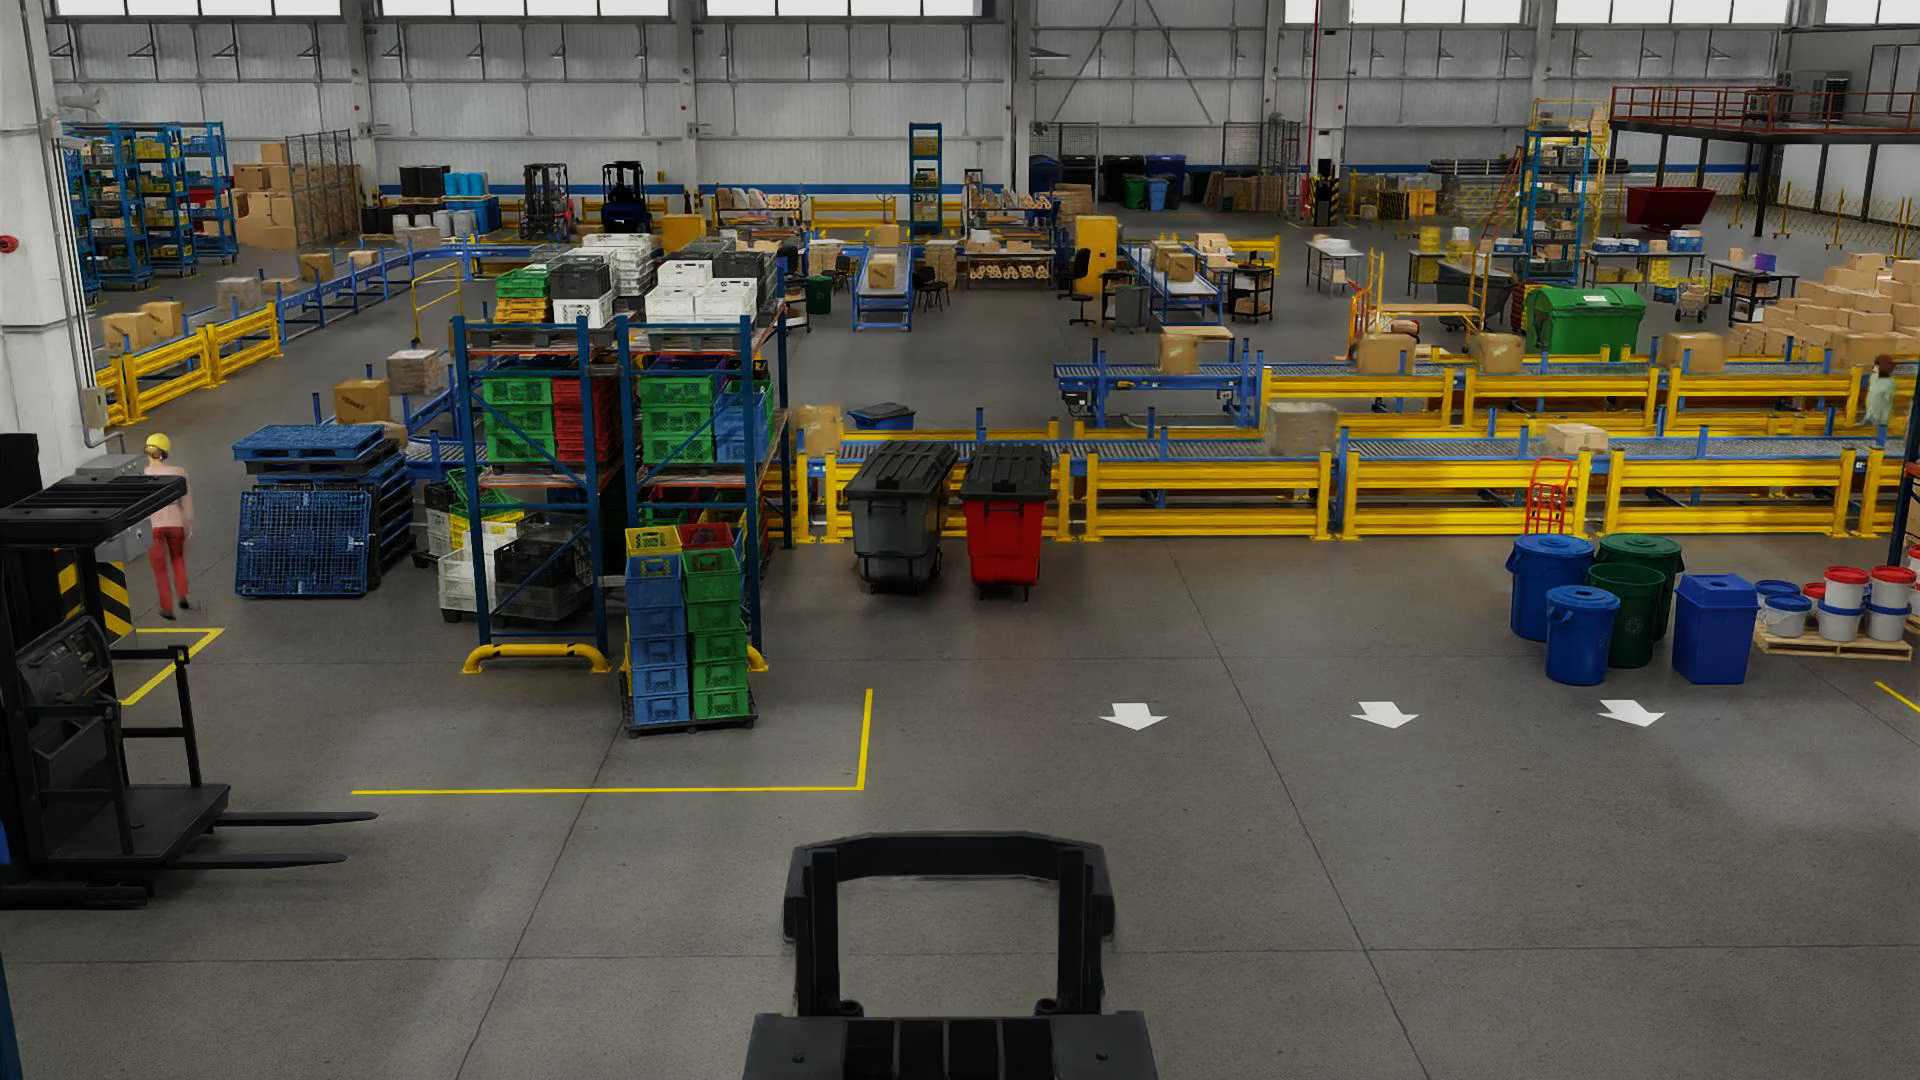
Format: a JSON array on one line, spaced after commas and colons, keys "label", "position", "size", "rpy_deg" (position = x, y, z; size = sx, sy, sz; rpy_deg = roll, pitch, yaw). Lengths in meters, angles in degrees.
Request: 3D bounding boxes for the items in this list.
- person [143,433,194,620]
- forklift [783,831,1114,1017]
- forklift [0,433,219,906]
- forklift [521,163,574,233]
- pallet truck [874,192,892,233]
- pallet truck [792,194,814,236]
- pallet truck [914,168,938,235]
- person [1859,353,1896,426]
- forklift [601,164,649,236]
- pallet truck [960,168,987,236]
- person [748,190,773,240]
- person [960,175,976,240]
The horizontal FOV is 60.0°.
[{"label": "person", "position": [-7.459, -0.125, 15.536], "size": [0.550, 1.736, 0.433], "rpy_deg": [-13, 20, -37]}, {"label": "forklift", "position": [-0.033, 2.271, 5.182], "size": [1.129, 2.768, 1.873], "rpy_deg": [0, 16, -1]}, {"label": "forklift", "position": [-5.952, 0.780, 10.366], "size": [1.873, 2.768, 1.129], "rpy_deg": [0, 16, -1]}, {"label": "forklift", "position": [-12.233, -10.122, 49.298], "size": [1.157, 1.987, 2.680], "rpy_deg": [0, 16, -1]}, {"label": "pallet truck", "position": [-2.277, -9.986, 50.594], "size": [0.653, 1.274, 1.630], "rpy_deg": [0, 16, -1]}, {"label": "pallet truck", "position": [-4.814, -9.883, 50.259], "size": [0.704, 1.261, 1.522], "rpy_deg": [-1, 16, -3]}, {"label": "pallet truck", "position": [-0.989, -10.316, 50.507], "size": [0.823, 1.965, 1.885], "rpy_deg": [1, 16, 3]}, {"label": "person", "position": [11.277, -1.499, 20.517], "size": [0.345, 1.618, 0.533], "rpy_deg": [0, 16, 0]}, {"label": "forklift", "position": [-9.948, -10.127, 49.296], "size": [1.157, 1.987, 2.680], "rpy_deg": [-1, 16, -3]}, {"label": "pallet truck", "position": [0.383, -10.230, 50.206], "size": [0.823, 1.965, 1.885], "rpy_deg": [-1, 16, -3]}, {"label": "person", "position": [-4.888, -7.540, 40.773], "size": [0.606, 2.045, 0.389], "rpy_deg": [-1, 16, -3]}, {"label": "person", "position": [0.233, -9.615, 48.233], "size": [0.405, 1.904, 0.653], "rpy_deg": [-11, 19, -34]}]
